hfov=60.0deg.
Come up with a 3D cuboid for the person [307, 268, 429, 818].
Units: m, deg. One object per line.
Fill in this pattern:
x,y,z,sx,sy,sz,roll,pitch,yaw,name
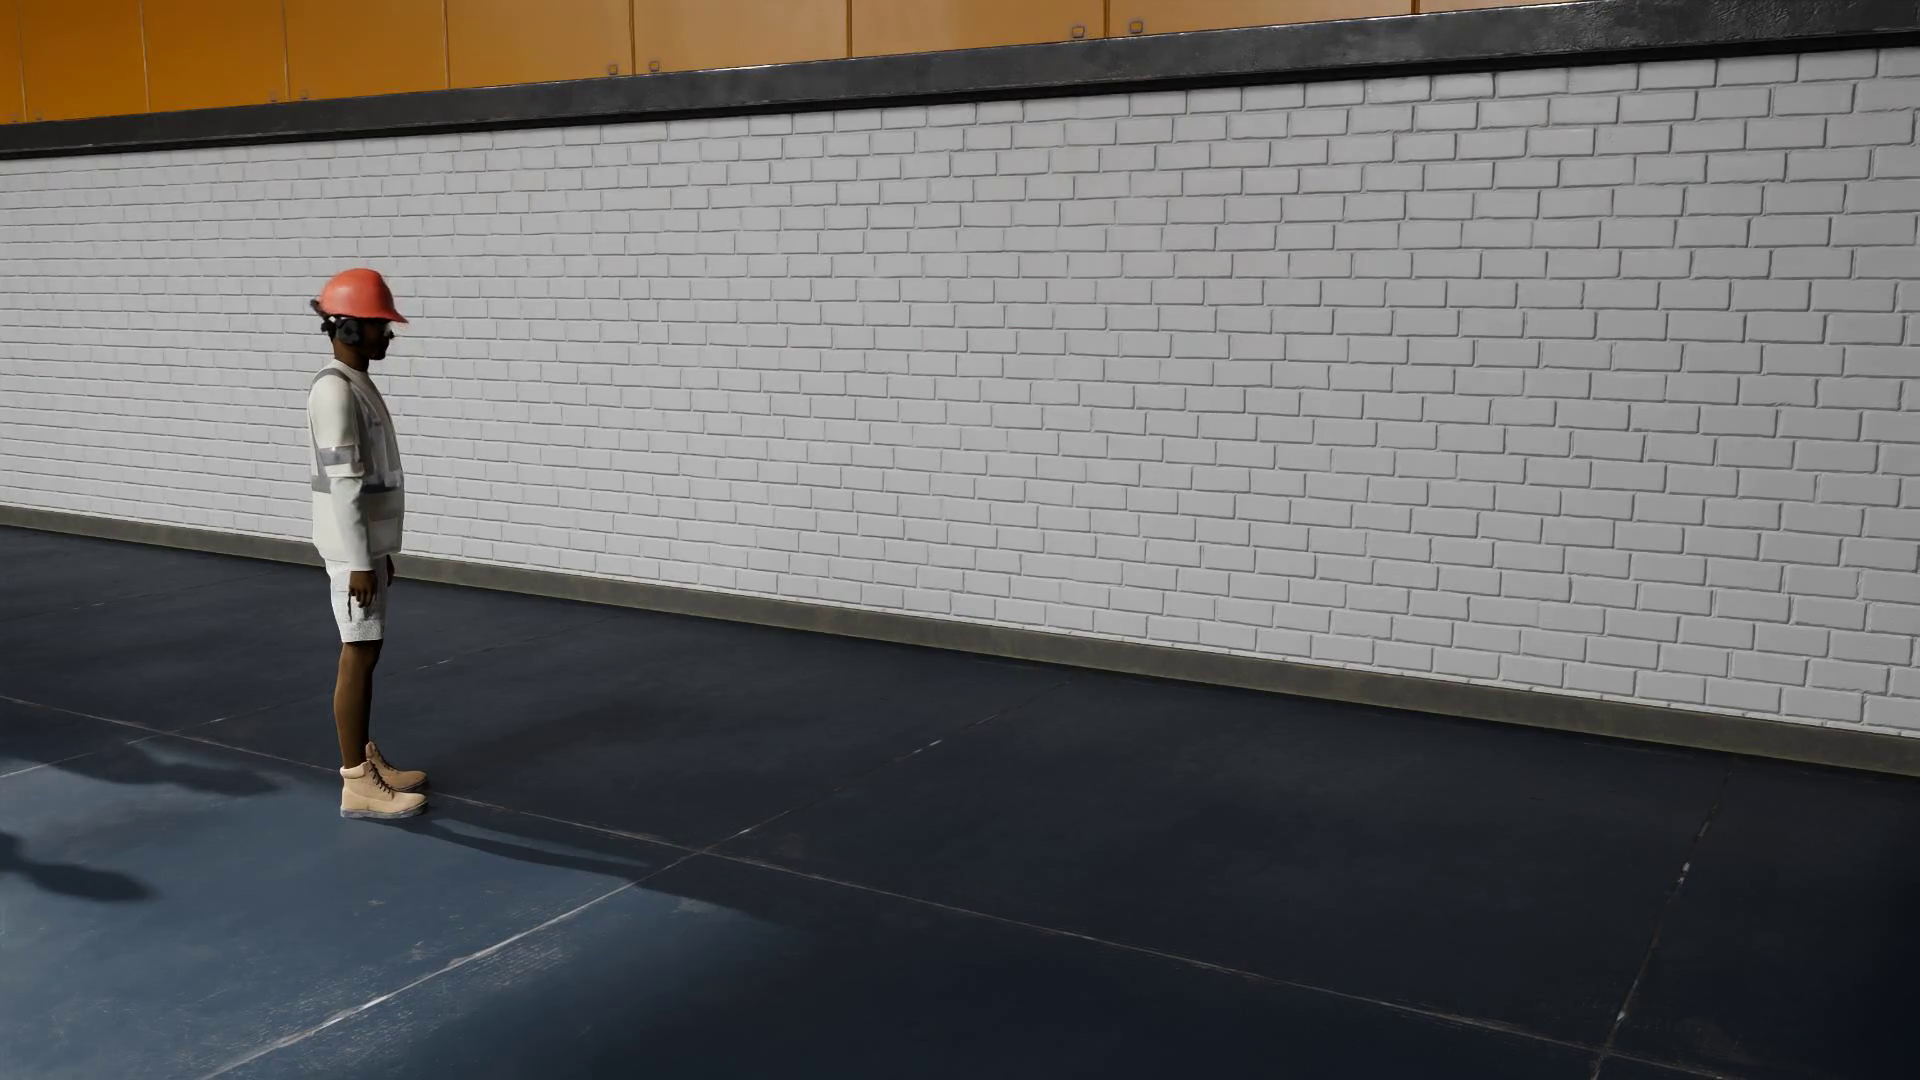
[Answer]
-2.220,0.013,6.236,0.374,2.043,0.608,-2,9,-15,person
